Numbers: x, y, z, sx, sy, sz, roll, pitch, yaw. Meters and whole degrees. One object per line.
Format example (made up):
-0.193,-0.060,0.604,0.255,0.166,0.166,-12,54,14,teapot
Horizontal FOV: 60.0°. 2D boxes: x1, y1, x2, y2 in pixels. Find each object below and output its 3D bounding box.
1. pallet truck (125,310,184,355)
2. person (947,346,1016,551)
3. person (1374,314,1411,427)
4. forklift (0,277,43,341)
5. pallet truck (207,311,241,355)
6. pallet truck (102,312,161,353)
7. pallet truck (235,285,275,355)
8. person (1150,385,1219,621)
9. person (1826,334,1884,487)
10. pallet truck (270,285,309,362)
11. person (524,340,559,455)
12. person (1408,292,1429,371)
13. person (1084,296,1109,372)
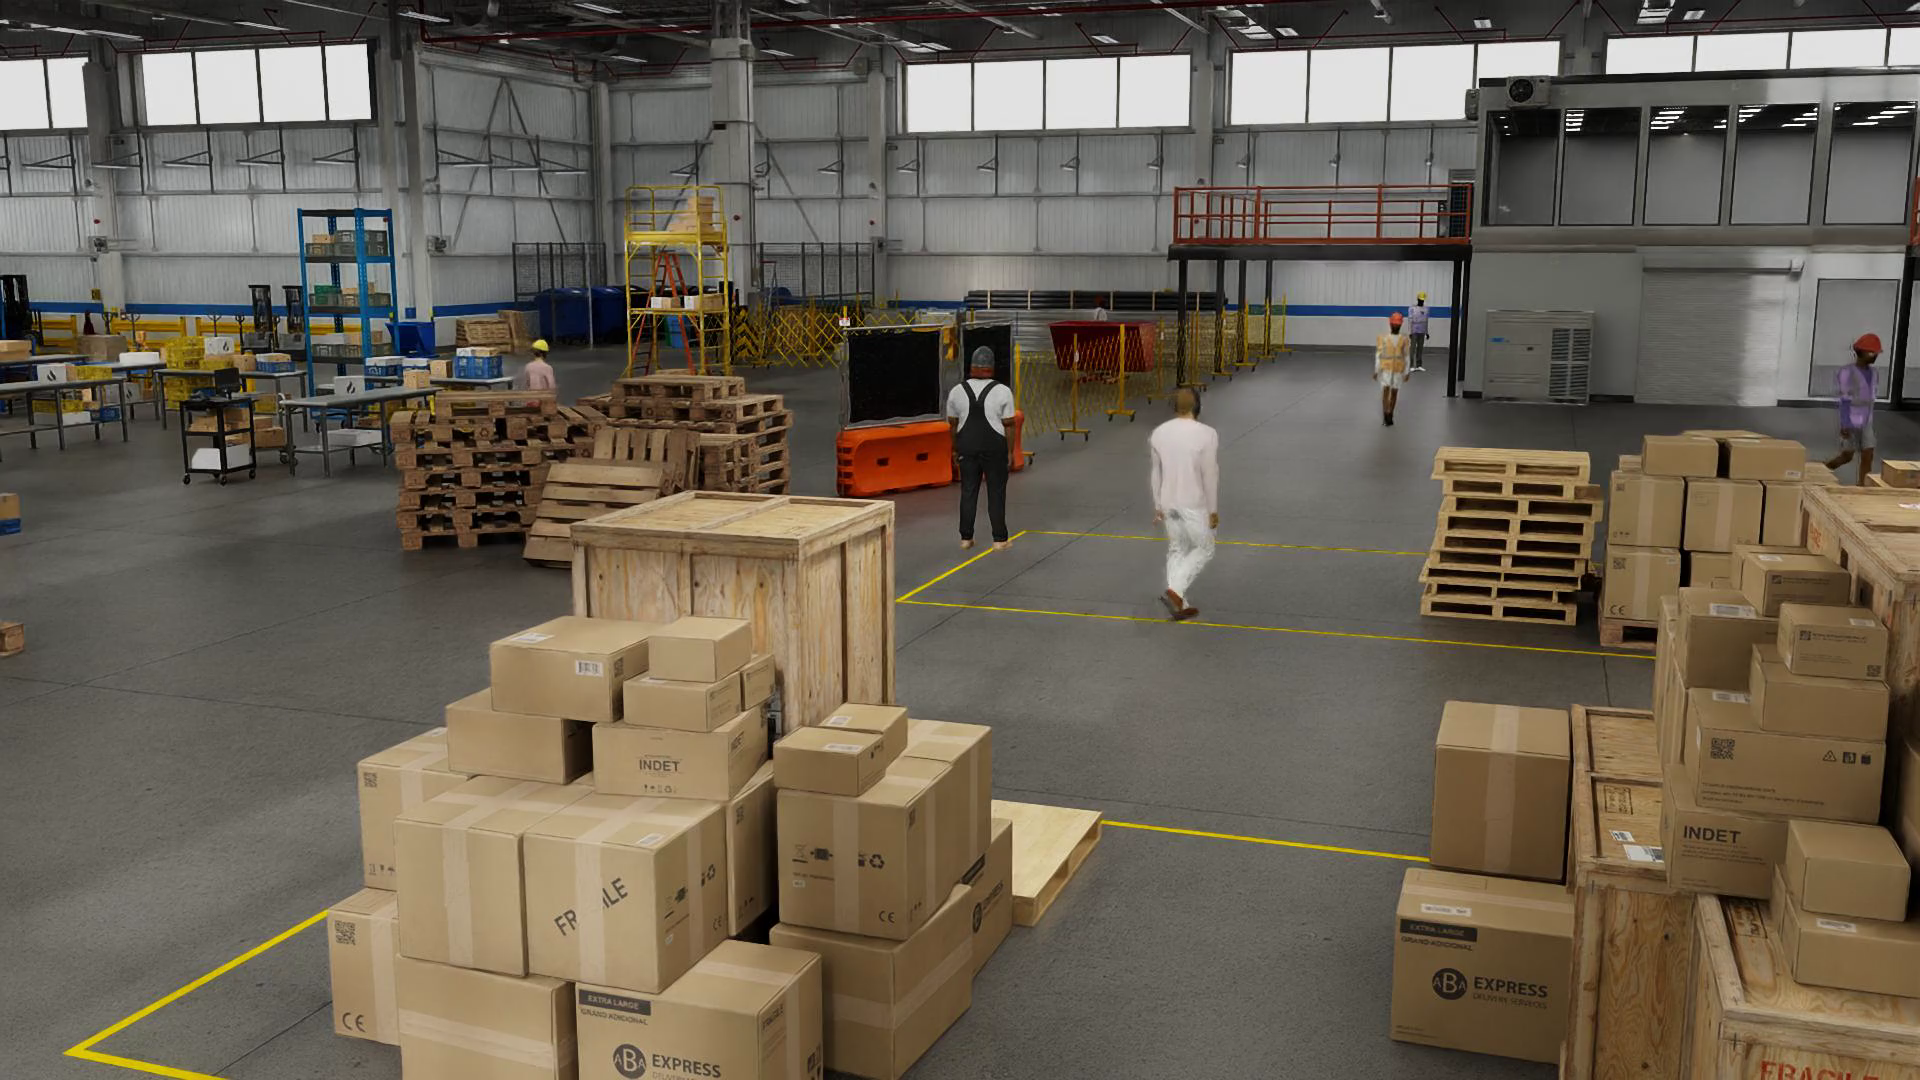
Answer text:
-22.038,-5.665,45.457,0.704,1.261,1.522,3,11,17,pallet truck
0.249,-0.914,16.587,0.688,2.000,0.539,3,11,18,person
7.256,-2.832,27.833,0.563,1.878,0.990,1,10,4,person
-27.151,-6.329,46.328,1.157,1.987,2.680,3,11,17,forklift
-19.537,-5.575,44.913,0.653,1.274,1.630,3,11,19,pallet truck
-23.057,-5.777,46.261,0.680,1.201,1.601,3,11,19,pallet truck
-18.327,-5.835,44.421,0.823,1.965,1.885,4,11,23,pallet truck
1.777,-0.274,13.309,0.647,1.926,0.506,10,14,44,person
10.404,-1.397,19.378,0.618,2.018,0.791,-4,11,-22,person
-17.147,-5.700,43.663,0.823,1.965,1.885,3,11,17,pallet truck
-5.857,-1.935,23.232,0.537,1.720,0.930,7,12,35,person
11.049,-5.016,40.036,0.585,1.917,0.382,-4,11,-21,person
3.314,-4.867,39.461,0.998,1.838,0.580,-2,10,-11,person
